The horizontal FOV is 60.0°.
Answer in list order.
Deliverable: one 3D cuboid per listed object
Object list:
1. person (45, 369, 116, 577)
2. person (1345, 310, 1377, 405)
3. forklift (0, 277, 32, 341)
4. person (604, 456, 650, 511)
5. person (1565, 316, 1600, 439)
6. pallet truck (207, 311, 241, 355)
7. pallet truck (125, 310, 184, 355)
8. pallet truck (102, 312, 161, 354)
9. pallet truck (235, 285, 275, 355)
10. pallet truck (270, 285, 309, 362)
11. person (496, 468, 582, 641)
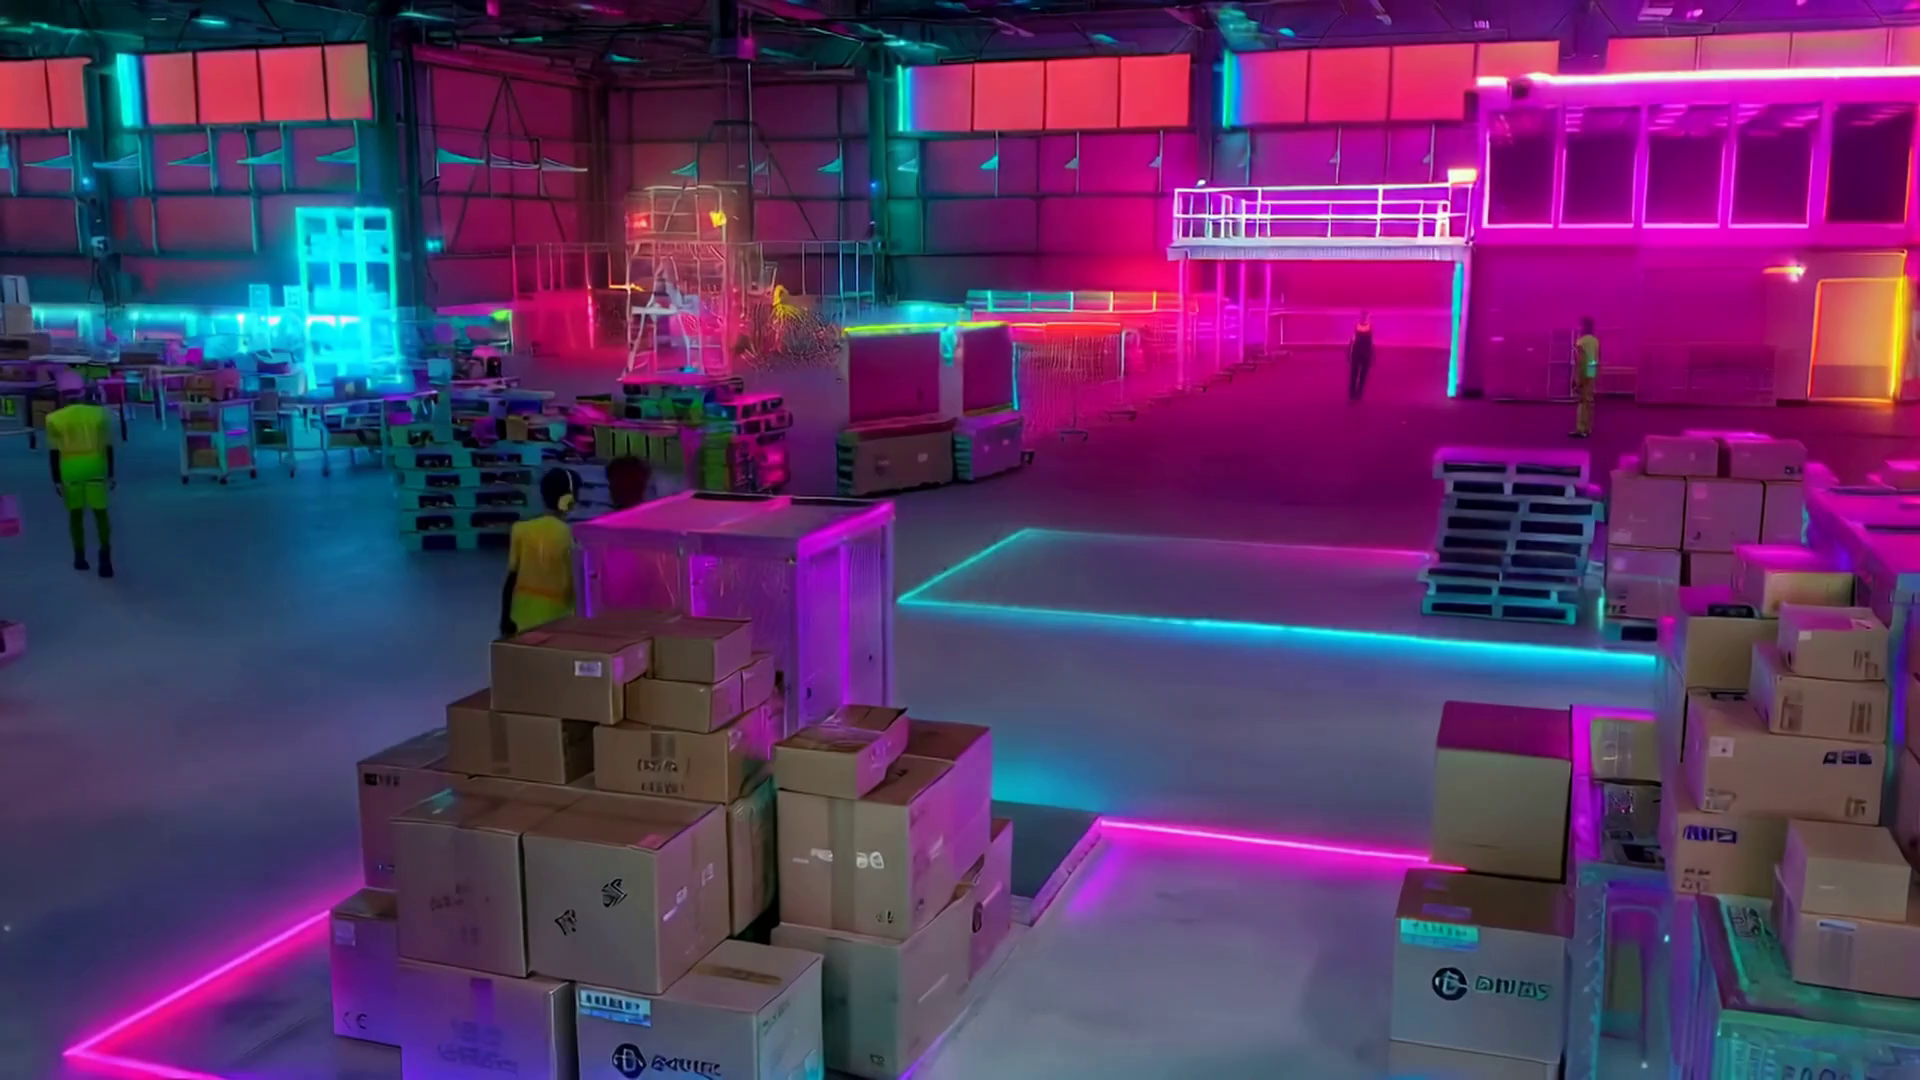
[{"bbox_3d":[-8.053,-0.612,15.281,0.544,1.906,0.902,-6,12,-31],"label":"person"},{"bbox_3d":[7.643,-3.499,31.807,0.589,1.810,0.633,1,10,6],"label":"person"},{"bbox_3d":[-27.151,-6.329,46.328,1.157,1.987,2.680,3,11,17],"label":"forklift"},{"bbox_3d":[-1.739,0.487,9.061,0.620,1.916,1.000,6,12,29],"label":"person"},{"bbox_3d":[9.790,-2.537,26.073,0.392,1.920,0.592,9,13,41],"label":"person"},{"bbox_3d":[-19.537,-5.575,44.913,0.653,1.274,1.630,3,11,19],"label":"pallet truck"},{"bbox_3d":[-22.038,-5.665,45.457,0.704,1.261,1.522,3,11,17],"label":"pallet truck"},{"bbox_3d":[-23.057,-5.777,46.261,0.680,1.201,1.601,3,11,19],"label":"pallet truck"},{"bbox_3d":[-18.327,-5.835,44.421,0.823,1.965,1.885,4,11,23],"label":"pallet truck"},{"bbox_3d":[-17.147,-5.700,43.663,0.823,1.965,1.885,3,11,17],"label":"pallet truck"},{"bbox_3d":[-2.319,0.503,9.303,0.537,1.814,0.933,4,11,23],"label":"person"}]
